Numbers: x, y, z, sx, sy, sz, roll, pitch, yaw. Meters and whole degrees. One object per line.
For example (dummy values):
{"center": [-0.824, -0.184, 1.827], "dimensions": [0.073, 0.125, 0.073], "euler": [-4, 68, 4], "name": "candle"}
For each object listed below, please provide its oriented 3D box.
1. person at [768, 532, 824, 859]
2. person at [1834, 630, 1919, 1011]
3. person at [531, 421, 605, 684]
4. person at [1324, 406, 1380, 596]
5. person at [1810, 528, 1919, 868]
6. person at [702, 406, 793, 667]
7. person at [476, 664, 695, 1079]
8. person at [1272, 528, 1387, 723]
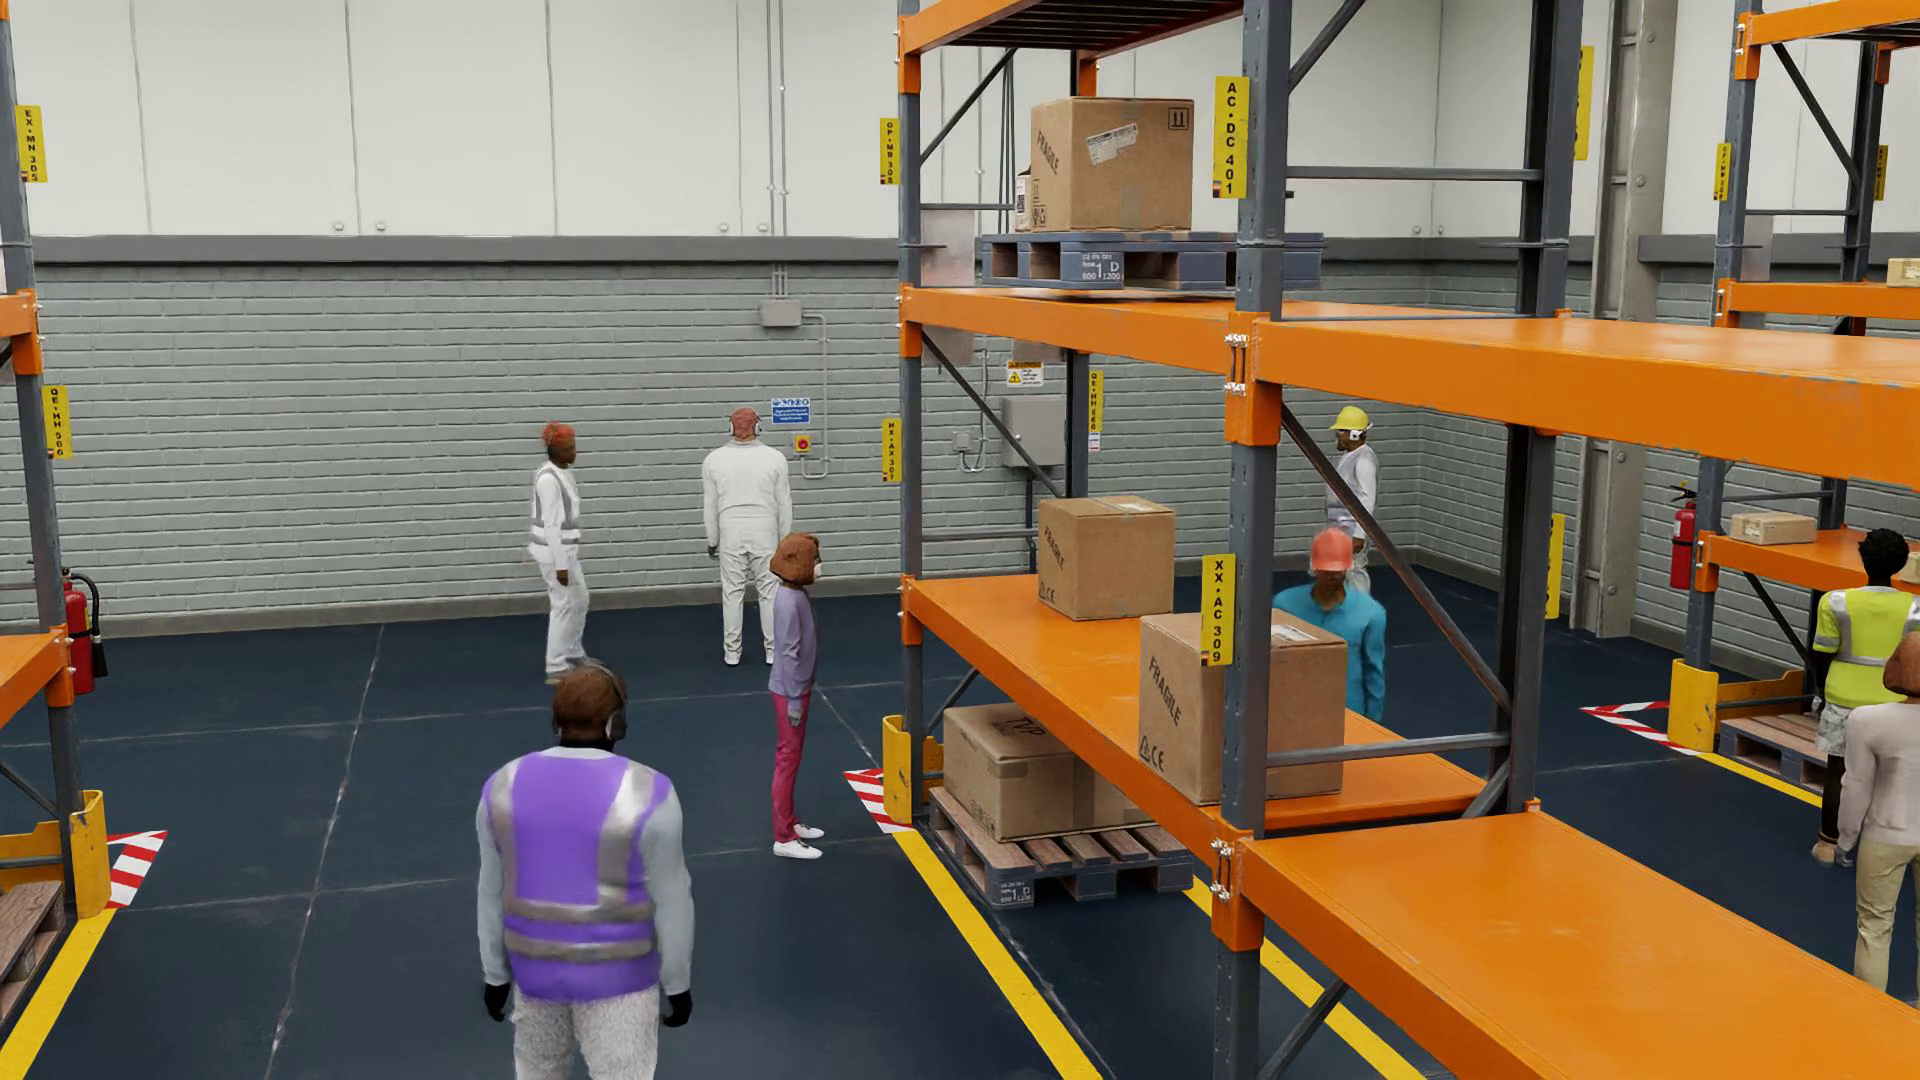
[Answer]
{"center": [-0.821, 0.767, 8.360], "dimensions": [0.274, 1.632, 0.503], "euler": [0, 10, -1], "name": "person"}
{"center": [3.552, 1.139, 6.234], "dimensions": [0.500, 1.636, 0.281], "euler": [3, 10, 15], "name": "person"}
{"center": [-2.741, 0.091, 11.602], "dimensions": [0.463, 1.866, 0.694], "euler": [-1, 10, -5], "name": "person"}
{"center": [3.010, -0.114, 12.814], "dimensions": [0.403, 1.831, 0.597], "euler": [0, 10, 1], "name": "person"}
{"center": [4.422, 0.782, 8.085], "dimensions": [0.535, 1.700, 0.318], "euler": [5, 11, 25], "name": "person"}
{"center": [-1.531, -0.019, 12.081], "dimensions": [0.639, 1.904, 0.409], "euler": [0, 10, -1], "name": "person"}
{"center": [-1.092, 1.279, 4.939], "dimensions": [0.653, 1.820, 0.438], "euler": [3, 10, 14], "name": "person"}
{"center": [1.743, 0.784, 7.967], "dimensions": [0.586, 1.732, 0.444], "euler": [3, 10, 18], "name": "person"}
